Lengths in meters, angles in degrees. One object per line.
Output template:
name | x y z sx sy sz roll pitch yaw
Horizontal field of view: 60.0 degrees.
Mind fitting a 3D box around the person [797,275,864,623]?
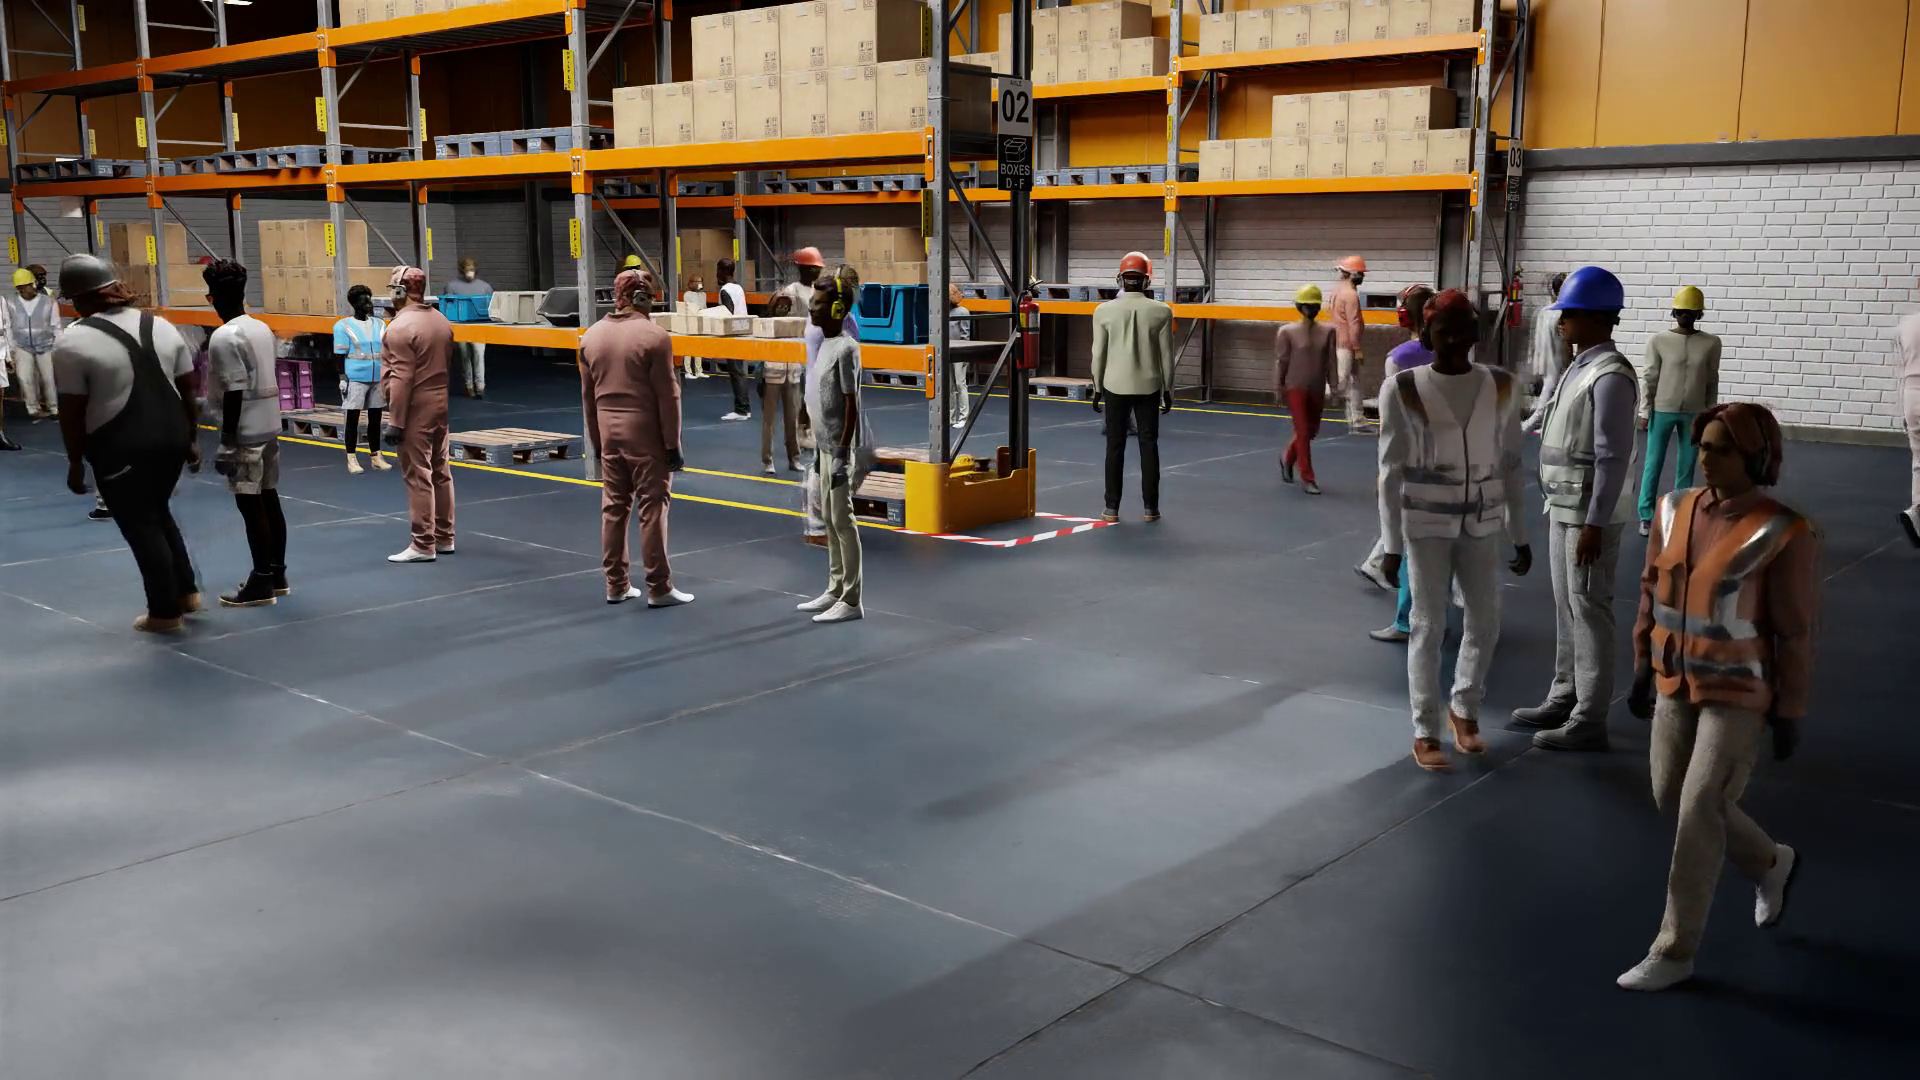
person | -0.699 -0.489 9.037 0.328 1.877 0.508 -3 11 -19

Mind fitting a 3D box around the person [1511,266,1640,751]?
person | 2.523 -0.123 6.745 0.388 1.948 0.605 1 10 5

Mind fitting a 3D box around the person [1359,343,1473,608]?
person | 2.677 -0.429 9.506 0.886 1.595 0.522 9 14 43

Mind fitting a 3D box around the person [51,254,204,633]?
person | -4.362 -0.508 8.676 0.564 2.000 0.701 4 11 23

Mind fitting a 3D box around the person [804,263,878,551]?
person | -0.807 -0.871 11.084 0.510 1.916 0.663 3 11 19

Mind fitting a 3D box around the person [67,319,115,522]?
person | -6.324 -1.051 12.357 0.403 1.833 0.586 7 12 35

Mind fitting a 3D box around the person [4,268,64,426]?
person | -10.588 -2.200 19.032 0.632 1.787 0.690 -5 11 -25

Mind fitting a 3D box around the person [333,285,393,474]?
person | -5.371 -1.447 14.998 0.316 1.696 0.541 7 12 36

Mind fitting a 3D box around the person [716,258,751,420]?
person | -2.674 -2.372 19.698 0.419 1.906 0.594 1 10 7

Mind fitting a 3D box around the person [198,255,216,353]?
person | -12.375 -3.713 27.297 0.550 1.918 0.747 4 11 20

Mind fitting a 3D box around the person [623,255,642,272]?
person | -4.898 -3.352 25.218 0.396 1.918 0.588 2 10 10

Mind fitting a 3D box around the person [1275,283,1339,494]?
person | 2.880 -1.288 13.967 0.527 1.738 0.804 -3 10 -16

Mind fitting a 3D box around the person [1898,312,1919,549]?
person | 6.480 -0.845 11.028 0.536 1.889 0.646 -3 10 -18

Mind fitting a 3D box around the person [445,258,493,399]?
person | -6.610 -2.848 22.458 0.629 1.889 1.036 -3 10 -17

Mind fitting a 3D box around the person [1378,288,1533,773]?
person | 1.924 -0.037 6.530 0.654 1.877 0.473 -1 10 -5

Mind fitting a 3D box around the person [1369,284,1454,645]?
person | 2.357 -0.376 8.489 0.564 1.841 0.390 -8 12 -37

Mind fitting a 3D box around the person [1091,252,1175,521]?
person | 1.281 -1.129 12.338 0.620 1.994 0.381 1 10 4

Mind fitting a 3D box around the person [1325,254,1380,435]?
person | 4.084 -2.085 17.897 0.921 1.963 0.622 1 10 7

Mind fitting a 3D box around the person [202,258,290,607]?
person | -4.054 -0.604 9.436 0.371 1.963 0.608 0 10 -1

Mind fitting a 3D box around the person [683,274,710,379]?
person | -4.109 -3.316 25.853 0.284 1.627 0.493 6 12 31

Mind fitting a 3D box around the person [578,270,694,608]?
person | -1.816 -0.566 9.404 0.636 1.902 0.406 5 11 28

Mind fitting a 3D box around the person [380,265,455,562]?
person | -3.530 -0.809 10.766 0.406 1.911 0.639 2 10 11

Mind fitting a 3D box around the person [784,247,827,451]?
person | -1.475 -1.884 16.534 0.442 2.027 0.621 4 11 23

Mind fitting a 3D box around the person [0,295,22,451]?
person | -9.626 -1.825 16.465 0.358 1.938 0.542 4 11 19

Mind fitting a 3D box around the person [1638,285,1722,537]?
person | 5.039 -0.891 11.641 0.526 1.765 0.330 1 10 5

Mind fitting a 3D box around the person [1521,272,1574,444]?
person | 5.266 -1.477 14.867 0.972 1.826 0.525 2 10 8

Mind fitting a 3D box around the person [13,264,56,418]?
person | -11.024 -2.384 19.952 0.428 1.837 0.622 2 10 9

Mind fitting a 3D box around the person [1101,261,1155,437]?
person | 1.807 -2.048 17.808 0.519 1.908 0.612 5 11 26

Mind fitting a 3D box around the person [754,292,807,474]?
person | -1.615 -1.417 15.009 0.515 1.634 0.311 -6 12 -31

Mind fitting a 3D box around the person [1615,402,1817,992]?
person | 2.128 0.417 4.601 0.683 1.618 0.522 -4 11 -20

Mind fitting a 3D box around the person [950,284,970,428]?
person | -0.095 -2.078 18.803 0.503 1.623 0.299 9 13 42

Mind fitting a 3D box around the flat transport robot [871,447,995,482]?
flat transport robot | -0.447 -0.659 14.567 1.431 0.197 0.652 9 13 40

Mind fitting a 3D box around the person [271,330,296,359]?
person | -9.160 -2.735 22.352 0.426 1.684 0.558 2 10 13
